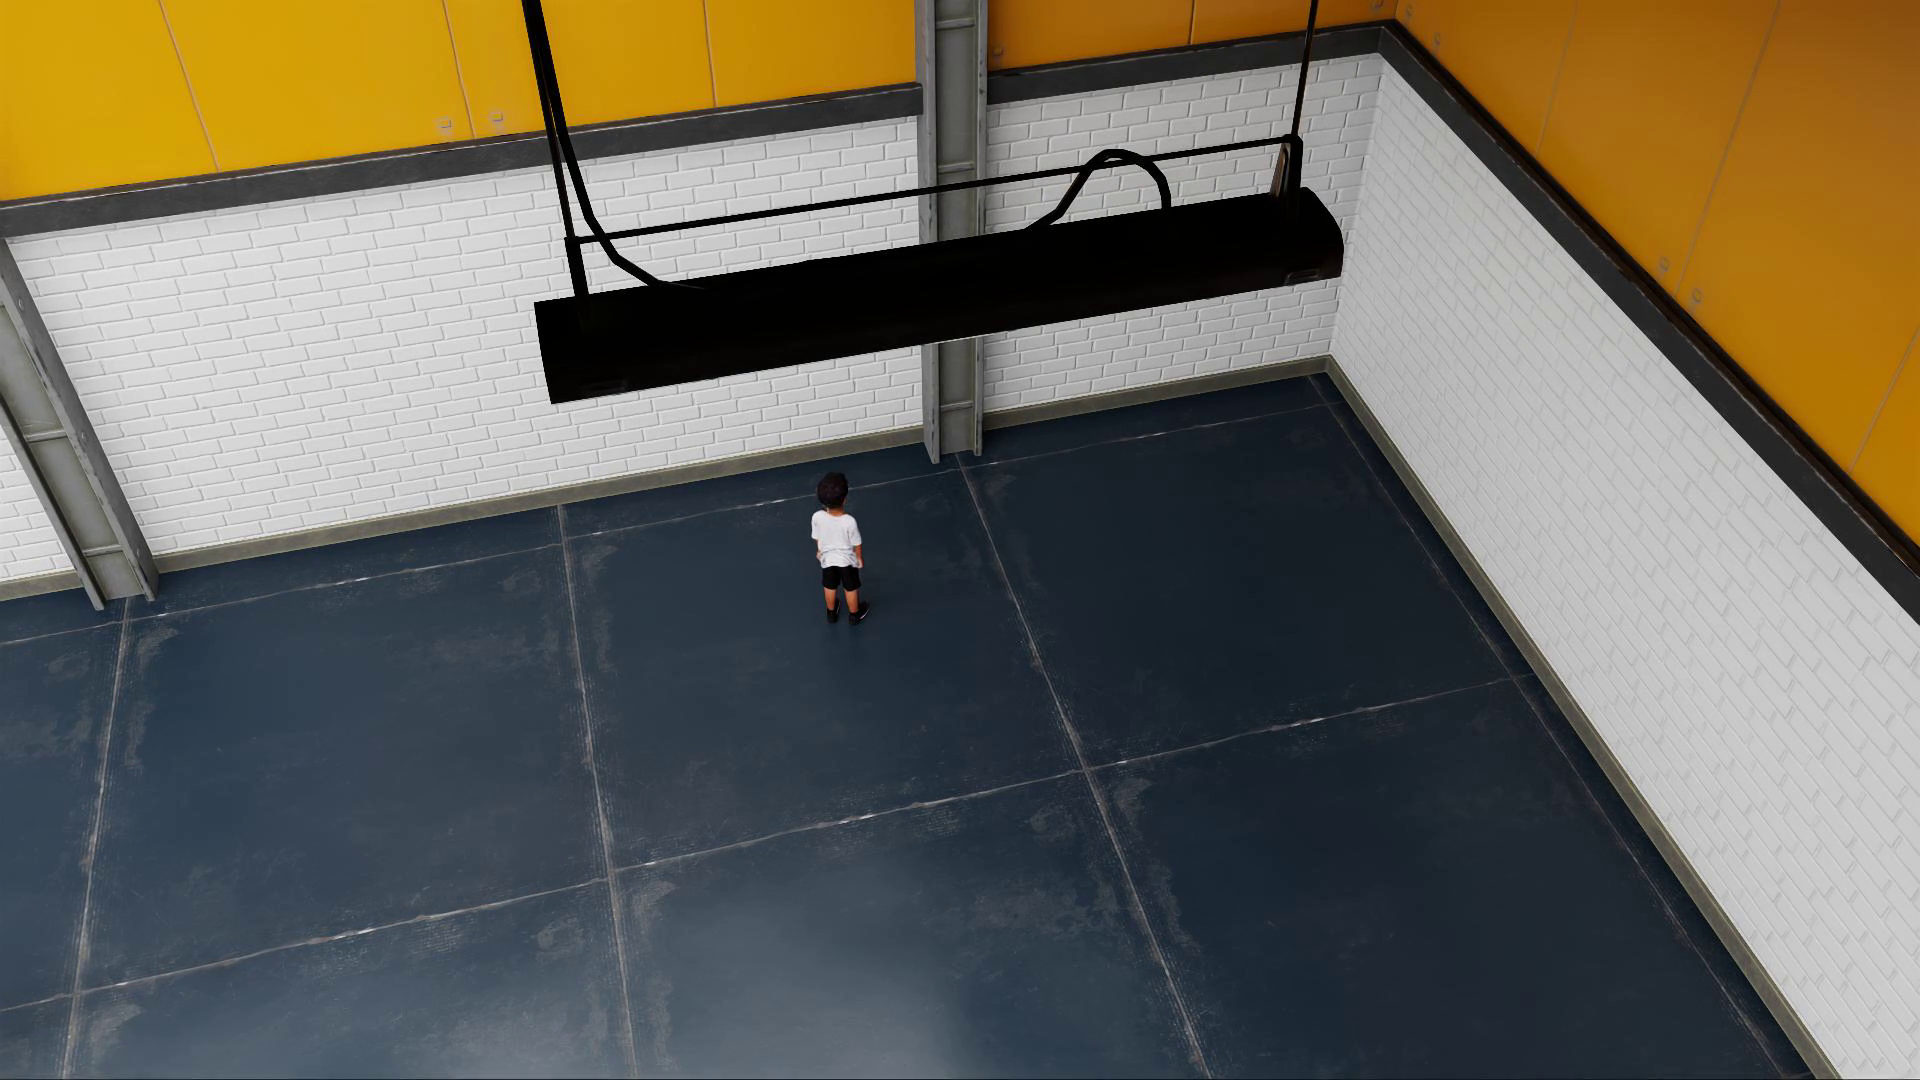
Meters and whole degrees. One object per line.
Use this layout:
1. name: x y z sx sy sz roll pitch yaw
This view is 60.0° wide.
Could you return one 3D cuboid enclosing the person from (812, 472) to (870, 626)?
1. person: -0.807 0.080 11.062 0.543 1.262 0.627 9 44 10
